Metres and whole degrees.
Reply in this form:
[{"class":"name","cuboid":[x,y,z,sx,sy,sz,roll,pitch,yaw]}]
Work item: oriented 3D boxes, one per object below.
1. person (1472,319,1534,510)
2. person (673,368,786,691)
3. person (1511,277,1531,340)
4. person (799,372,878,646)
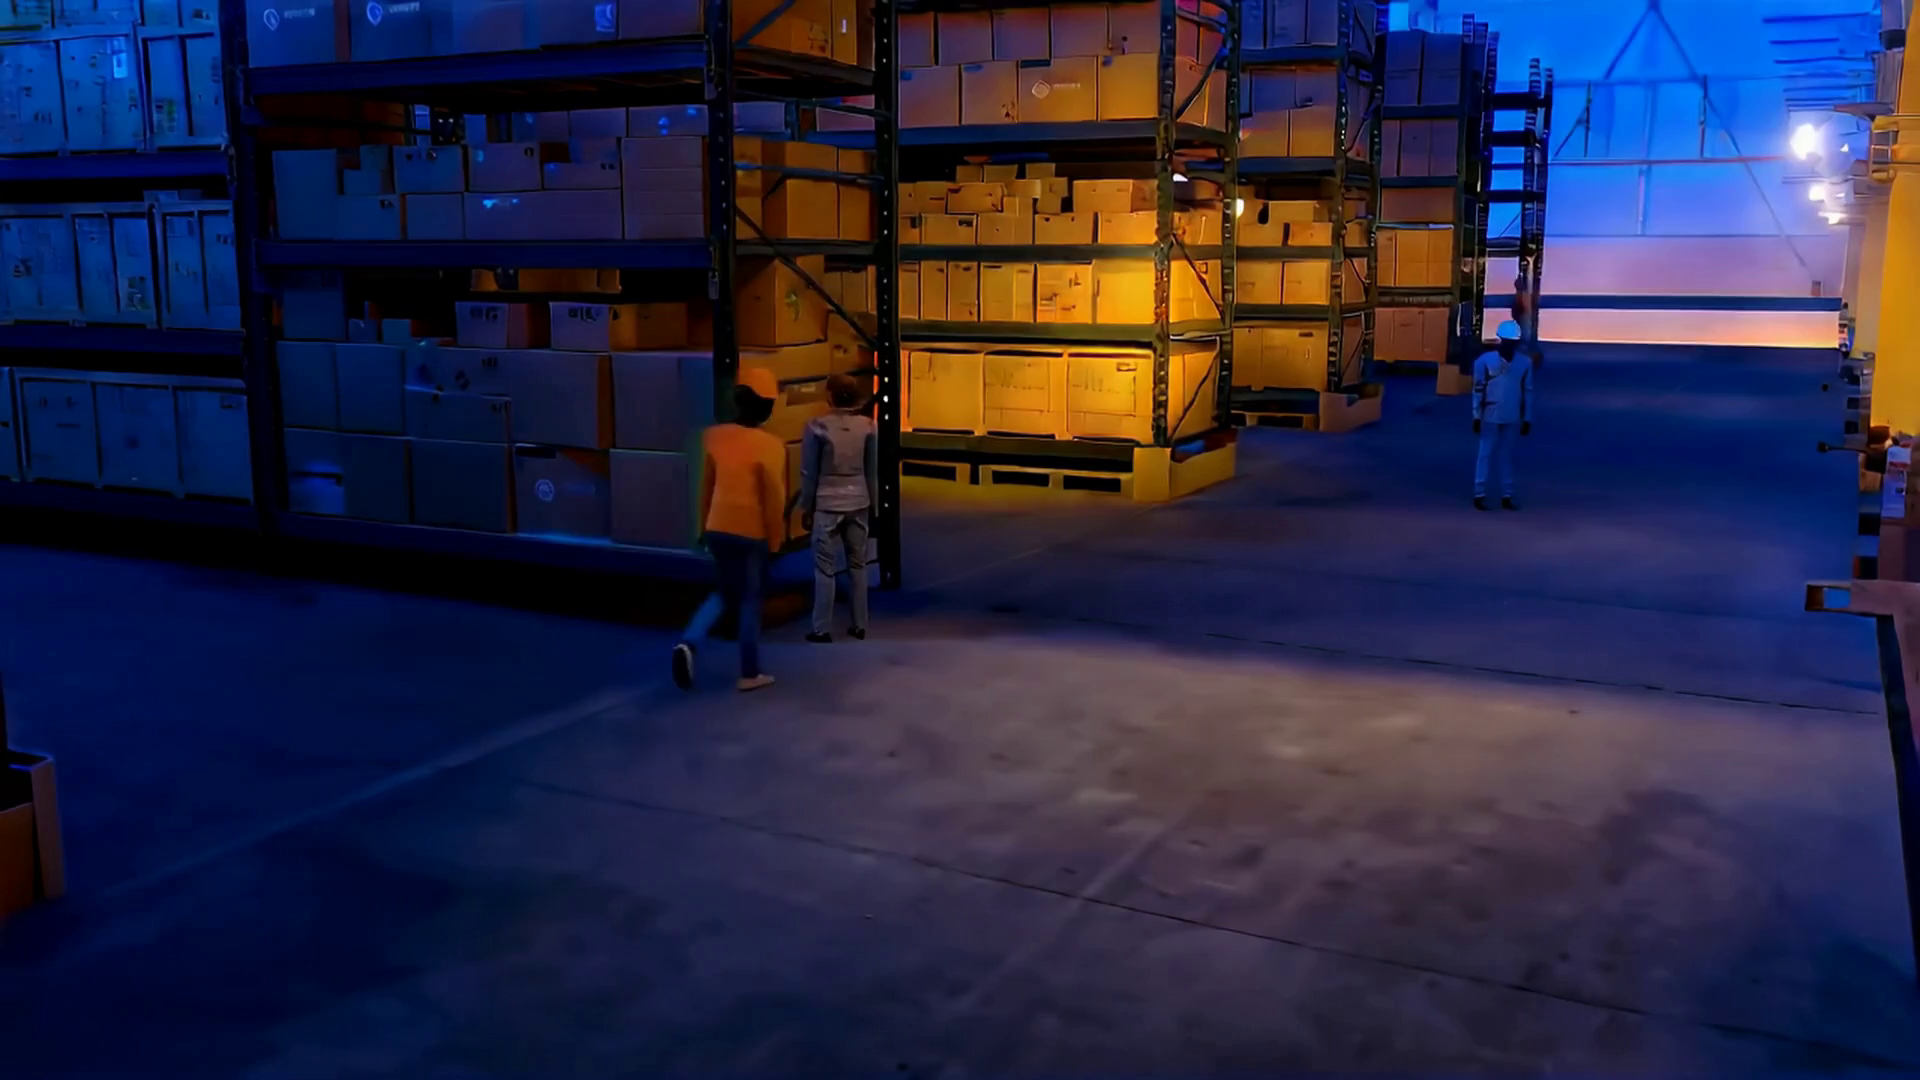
[{"class":"person","cuboid":[4.937,-1.134,15.106,0.563,1.743,0.350,-1,10,-4]},{"class":"person","cuboid":[-1.192,-0.023,8.672,0.571,1.729,0.630,6,11,31]},{"class":"person","cuboid":[12.080,-4.744,35.795,0.576,1.821,0.848,-5,11,-28]},{"class":"person","cuboid":[-0.715,-0.183,9.921,0.524,1.631,0.315,-6,12,-33]}]
